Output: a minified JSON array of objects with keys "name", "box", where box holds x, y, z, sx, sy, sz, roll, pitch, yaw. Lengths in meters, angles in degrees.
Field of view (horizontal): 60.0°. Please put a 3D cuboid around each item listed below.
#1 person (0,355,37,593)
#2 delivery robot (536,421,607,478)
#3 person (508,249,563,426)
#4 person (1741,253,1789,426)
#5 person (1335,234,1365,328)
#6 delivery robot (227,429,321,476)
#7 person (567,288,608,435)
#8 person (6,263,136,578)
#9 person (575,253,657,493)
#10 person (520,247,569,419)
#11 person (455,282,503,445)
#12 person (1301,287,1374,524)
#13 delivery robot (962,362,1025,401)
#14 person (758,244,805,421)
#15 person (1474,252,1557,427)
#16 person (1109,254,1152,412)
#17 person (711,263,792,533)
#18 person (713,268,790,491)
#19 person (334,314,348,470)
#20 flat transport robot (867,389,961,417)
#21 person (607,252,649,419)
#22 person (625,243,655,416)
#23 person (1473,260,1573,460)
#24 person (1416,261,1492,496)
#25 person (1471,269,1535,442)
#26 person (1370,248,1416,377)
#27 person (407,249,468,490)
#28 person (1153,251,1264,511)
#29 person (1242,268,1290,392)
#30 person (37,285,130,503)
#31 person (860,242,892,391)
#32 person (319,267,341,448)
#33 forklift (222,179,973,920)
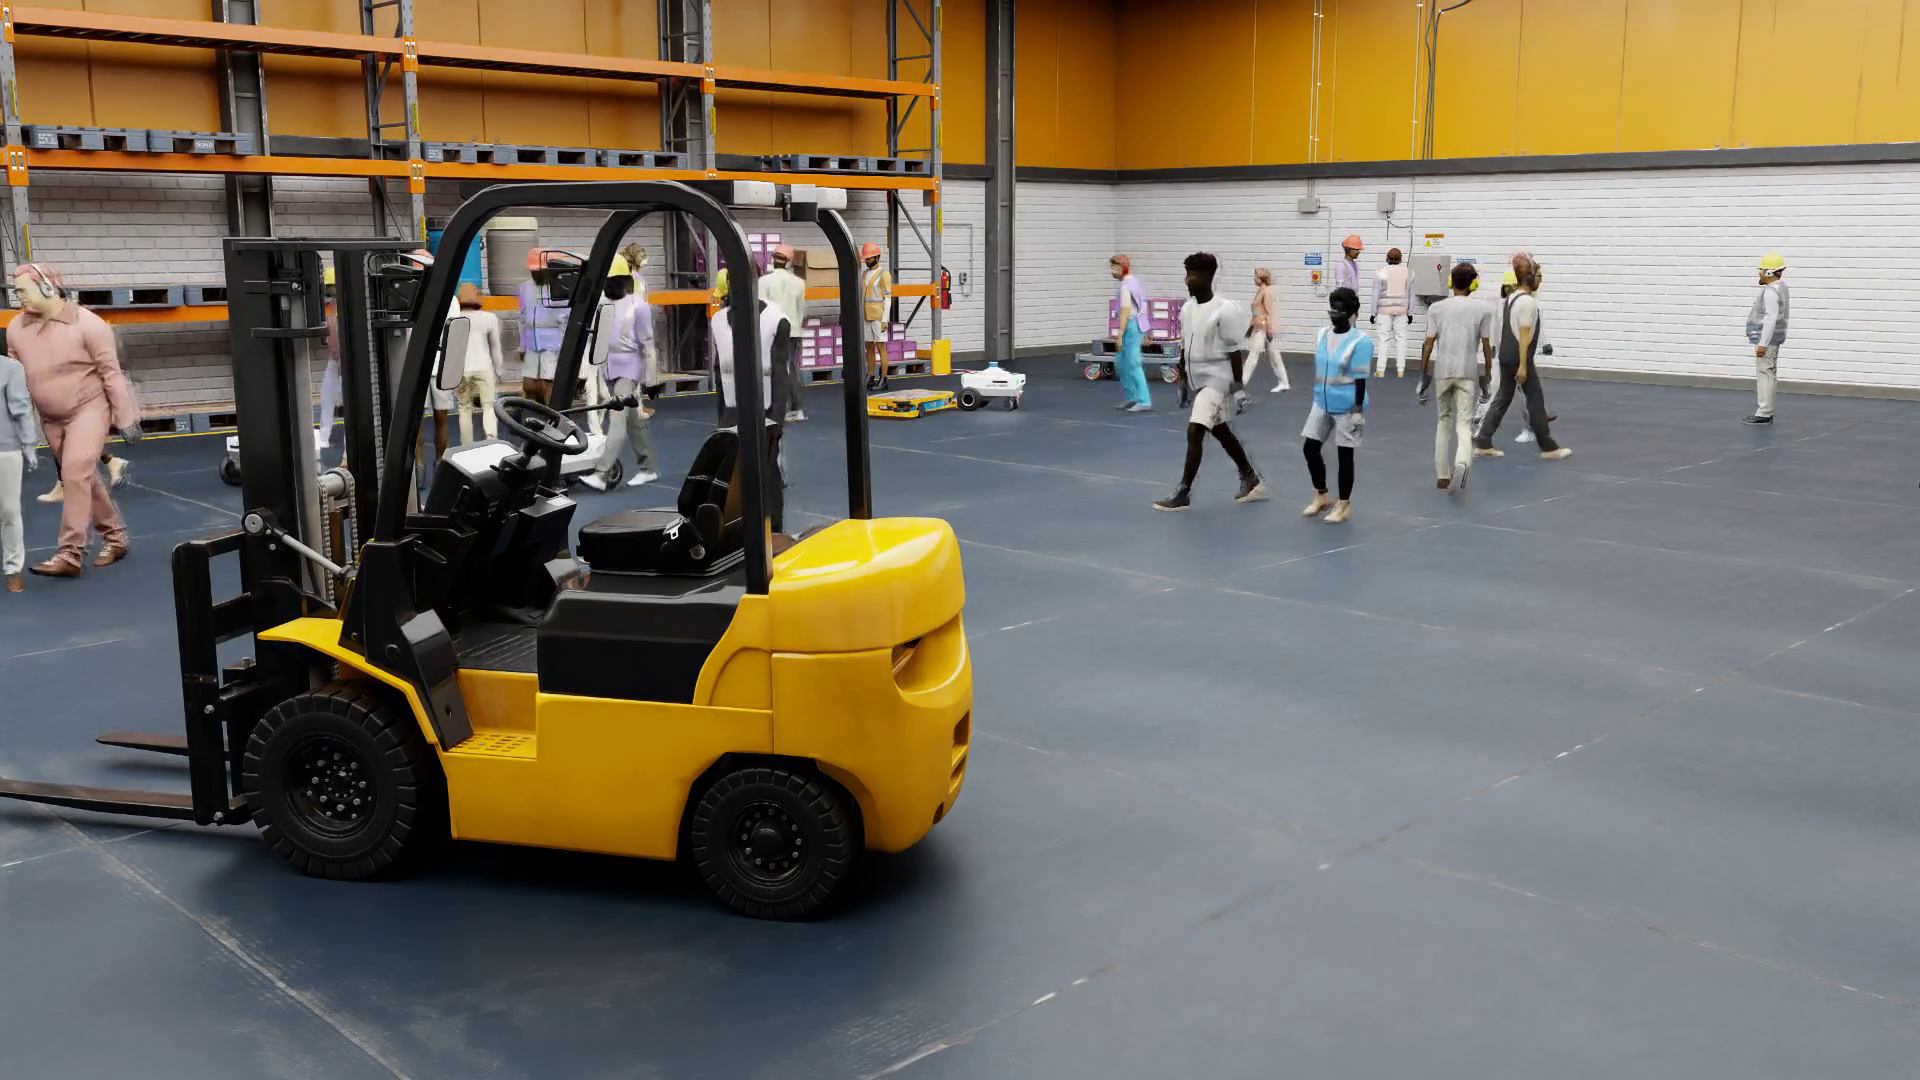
[{"name":"person","box":[-5.428,-0.466,9.273,0.518,1.607,0.621,-4,11,-22]},{"name":"delivery robot","box":[-3.096,-0.699,13.156,0.477,0.478,0.707,6,12,29]},{"name":"person","box":[-4.134,-1.910,16.354,0.559,1.894,0.616,6,12,31]},{"name":"person","box":[8.617,-2.141,17.786,0.404,1.830,0.600,7,12,33]},{"name":"person","box":[5.617,-3.379,24.009,0.408,2.033,0.607,7,12,33]},{"name":"delivery robot","box":[-5.560,-0.766,13.498,0.477,0.478,0.707,6,13,29]},{"name":"person","box":[-3.504,-1.802,15.998,0.555,1.830,0.916,-5,11,-24]},{"name":"person","box":[-5.320,-0.703,9.896,0.671,1.857,0.976,3,11,14]},{"name":"person","box":[-2.746,-1.318,13.187,0.596,1.875,0.992,8,13,36]},{"name":"person","box":[-4.028,-1.870,16.099,0.583,1.910,0.505,4,11,21]},{"name":"person","box":[-4.335,-1.488,14.823,0.514,1.613,0.659,-3,11,-17]},{"name":"person","box":[2.645,-0.924,11.587,0.398,1.668,0.535,-8,13,-39]},{"name":"delivery robot","box":[0.389,-1.818,19.257,0.707,0.478,0.477,3,11,16]},{"name":"person","box":[-1.999,-2.270,18.302,0.631,1.929,0.932,-6,12,-31]},{"name":"person","box":[5.914,-2.117,17.623,1.024,1.850,0.646,-2,11,-9]},{"name":"person","box":[1.945,-2.344,18.958,0.543,1.801,0.581,1,10,3]},{"name":"person","box":[-1.323,-0.760,10.080,0.612,1.899,0.654,6,12,29]},{"name":"person","box":[-1.599,-1.231,12.992,0.406,1.783,0.701,10,14,42]},{"name":"person","box":[-3.227,-0.517,9.130,0.318,1.764,0.522,2,11,11]},{"name":"flat transport robot","box":[-0.560,-1.561,18.883,0.652,0.197,1.431,5,12,27]},{"name":"person","box":[-3.672,-2.234,18.267,0.635,1.842,0.429,-9,14,-42]},{"name":"person","box":[-3.631,-2.348,18.626,0.357,1.938,0.637,-1,10,-3]},{"name":"person","box":[5.089,-1.608,14.986,0.877,1.801,0.535,-1,10,-5]},{"name":"person","box":[3.863,-1.256,13.002,0.577,1.832,0.809,4,11,21]},{"name":"person","box":[5.343,-1.777,16.155,0.891,1.687,0.506,-7,12,-33]},{"name":"person","box":[6.162,-3.238,23.744,0.636,1.842,0.429,0,10,-1]},{"name":"person","box":[-4.214,-1.341,13.214,0.567,1.899,0.839,-3,11,-18]},{"name":"person","box":[1.912,-1.188,12.394,1.030,1.917,0.612,-5,12,-26]},{"name":"person","box":[3.872,-2.683,21.383,0.875,1.594,0.508,1,10,3]},{"name":"person","box":[-6.726,-1.118,12.612,0.564,1.677,0.540,-4,11,-21]},{"name":"person","box":[-1.134,-2.907,21.688,0.368,1.934,0.543,-10,14,-42]},{"name":"person","box":[-5.829,-1.726,15.840,0.884,1.731,0.536,-9,14,-40]},{"name":"forklift","box":[-1.114,-0.058,5.440,2.313,2.155,1.214,2,11,13]}]
